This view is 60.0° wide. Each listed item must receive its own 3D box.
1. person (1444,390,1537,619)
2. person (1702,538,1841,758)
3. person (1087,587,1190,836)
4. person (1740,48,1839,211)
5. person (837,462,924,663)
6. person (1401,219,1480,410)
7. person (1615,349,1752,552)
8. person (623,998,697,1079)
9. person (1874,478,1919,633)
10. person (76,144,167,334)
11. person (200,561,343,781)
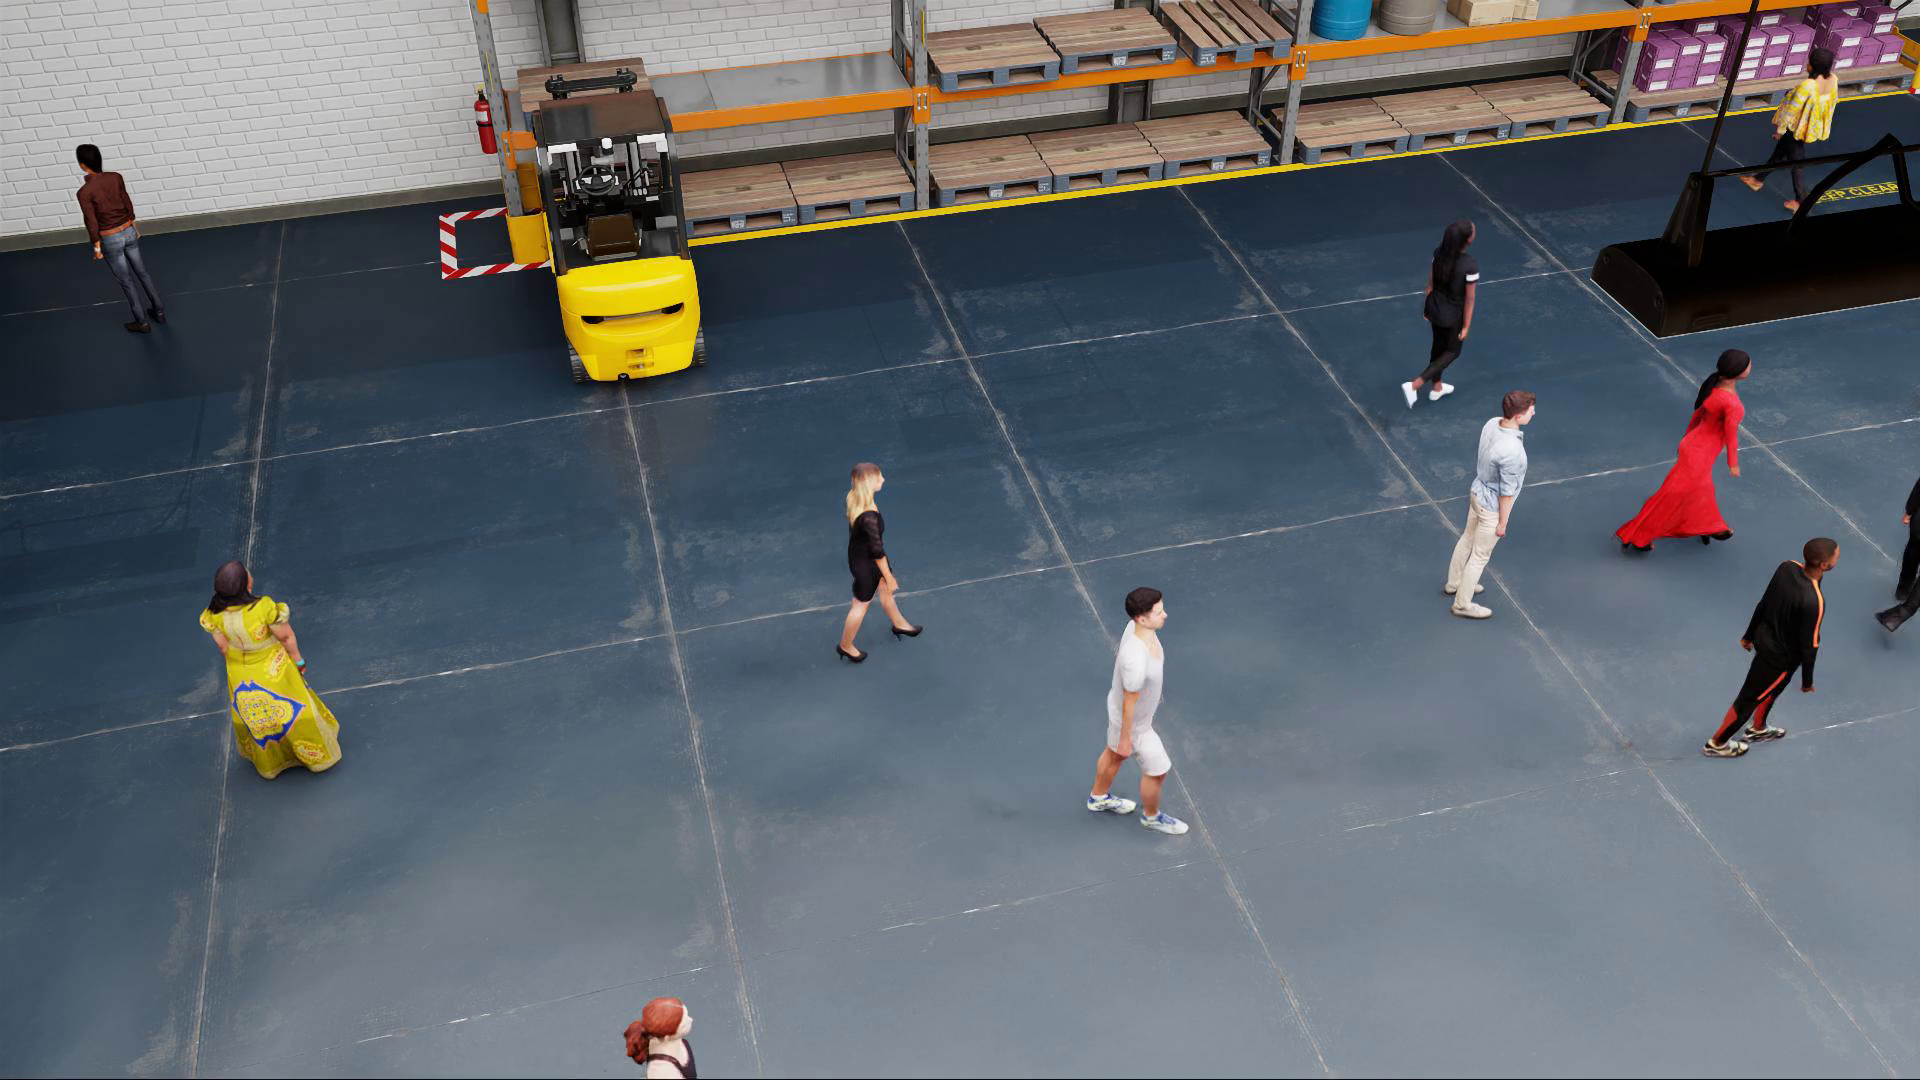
[{"bbox_3d":[3.696,-0.273,11.621,0.616,1.848,0.677,-2,39,-3],"label":"person"},{"bbox_3d":[5.033,0.705,10.441,0.891,1.792,0.767,-1,39,-1],"label":"person"},{"bbox_3d":[0.947,1.022,10.010,1.020,1.835,0.917,5,39,7],"label":"person"},{"bbox_3d":[8.396,-4.028,16.511,1.074,1.612,0.992,-25,45,-28],"label":"person"},{"bbox_3d":[-0.711,0.189,11.202,0.859,1.647,0.581,-10,40,-13],"label":"person"},{"bbox_3d":[3.952,-1.821,13.666,1.037,1.715,0.821,-24,45,-27],"label":"person"},{"bbox_3d":[5.280,-0.584,12.111,1.217,1.733,0.899,4,39,5],"label":"person"},{"bbox_3d":[-1.420,2.760,7.892,0.651,1.772,0.582,-11,40,-13],"label":"person"},{"bbox_3d":[6.766,-0.103,11.491,1.038,1.743,1.203,25,45,28],"label":"person"},{"bbox_3d":[-7.421,-2.665,14.670,0.751,1.781,0.712,17,42,20],"label":"person"},{"bbox_3d":[-4.362,0.806,10.429,0.797,1.660,0.976,-2,39,-3],"label":"person"}]
